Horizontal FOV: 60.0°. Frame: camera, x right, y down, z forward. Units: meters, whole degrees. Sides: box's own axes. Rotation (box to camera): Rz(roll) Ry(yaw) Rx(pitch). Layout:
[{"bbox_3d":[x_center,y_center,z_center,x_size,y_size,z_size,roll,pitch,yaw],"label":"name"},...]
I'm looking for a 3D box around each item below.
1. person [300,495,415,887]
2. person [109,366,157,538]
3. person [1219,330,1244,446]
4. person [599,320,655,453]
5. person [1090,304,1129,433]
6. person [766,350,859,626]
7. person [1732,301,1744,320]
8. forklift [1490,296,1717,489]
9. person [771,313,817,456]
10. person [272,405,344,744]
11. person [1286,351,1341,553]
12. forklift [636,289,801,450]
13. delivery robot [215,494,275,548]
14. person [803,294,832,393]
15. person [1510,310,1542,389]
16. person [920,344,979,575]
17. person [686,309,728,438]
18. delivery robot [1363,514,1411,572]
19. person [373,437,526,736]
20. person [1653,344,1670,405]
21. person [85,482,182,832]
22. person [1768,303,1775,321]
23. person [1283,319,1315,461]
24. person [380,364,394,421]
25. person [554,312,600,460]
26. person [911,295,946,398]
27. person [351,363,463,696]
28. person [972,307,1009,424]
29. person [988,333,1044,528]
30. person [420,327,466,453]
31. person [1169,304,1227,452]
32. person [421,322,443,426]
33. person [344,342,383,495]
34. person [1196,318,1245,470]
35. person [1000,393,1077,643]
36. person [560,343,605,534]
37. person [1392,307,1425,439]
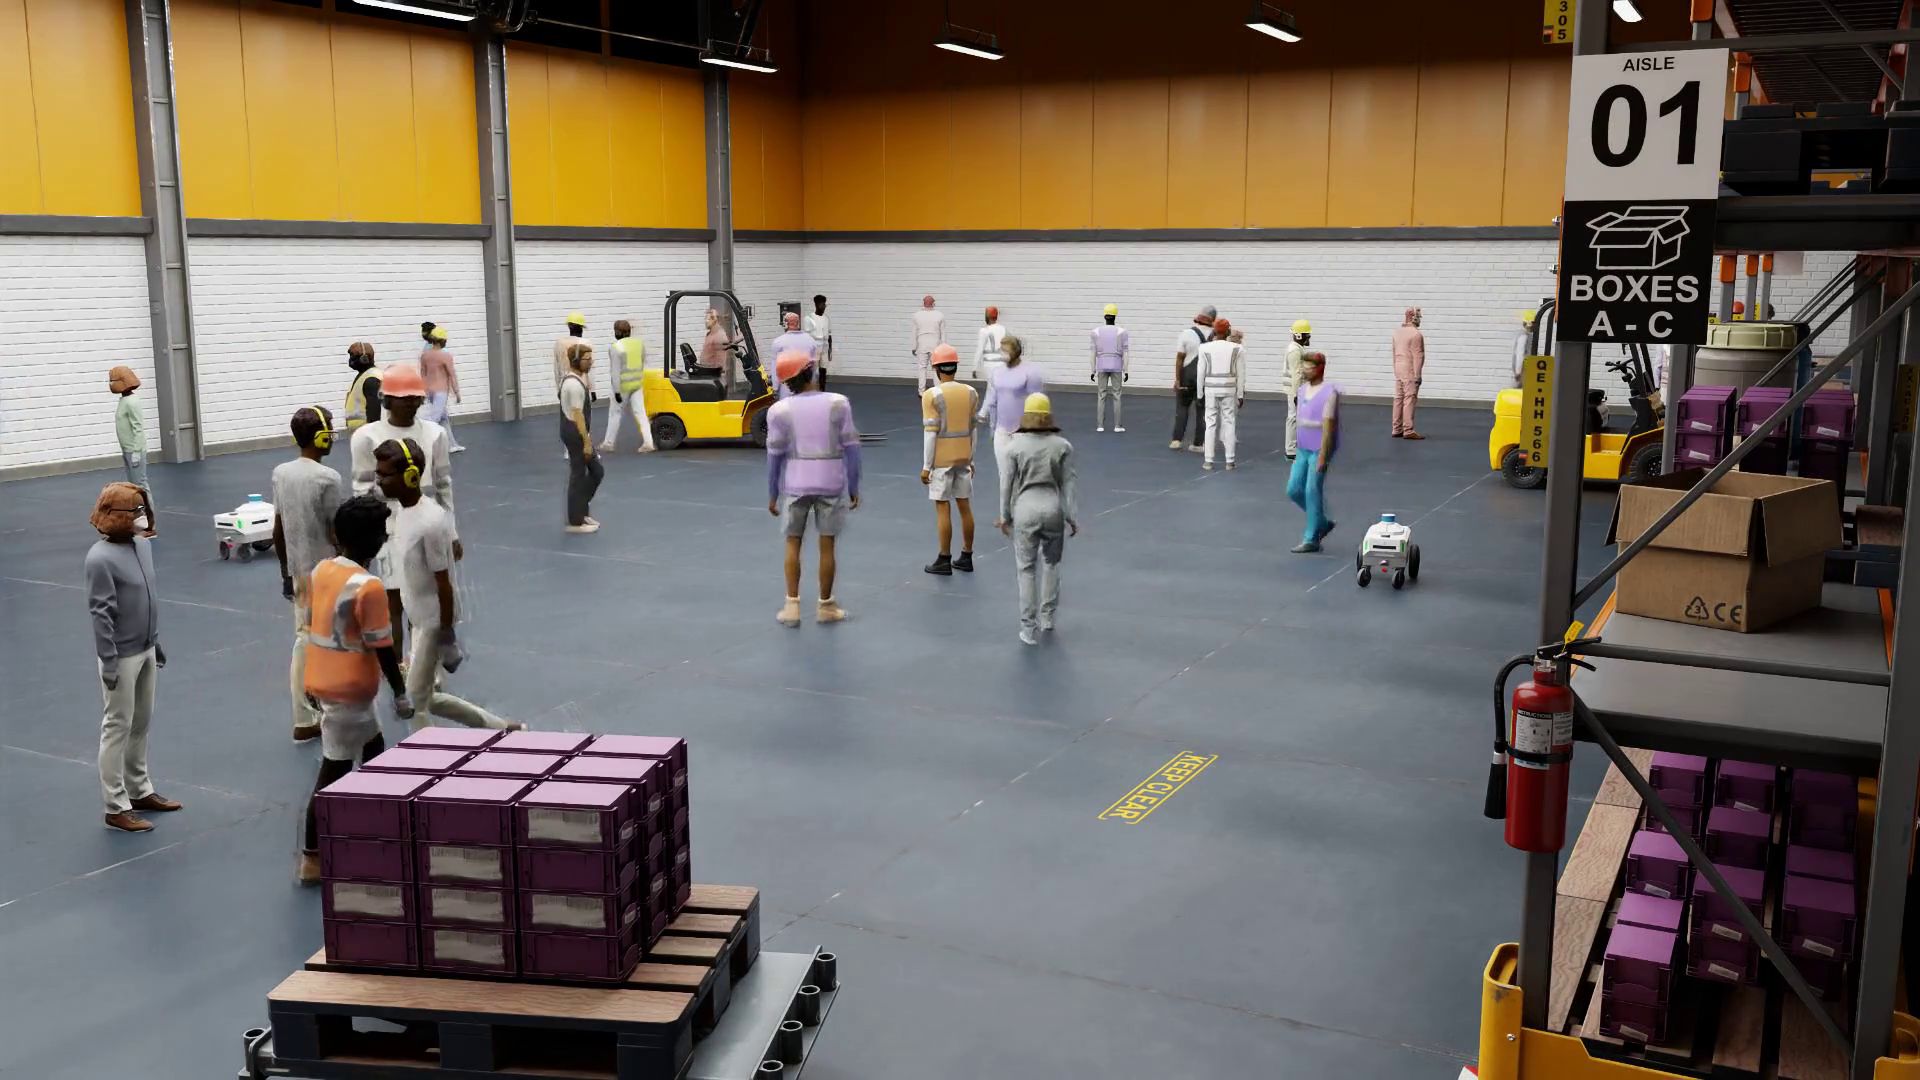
[{"bbox_3d":[-2.534,0.630,7.158,0.771,1.655,0.541,-8,13,-40],"label":"person"},{"bbox_3d":[-7.795,-0.817,15.641,0.282,1.631,0.504,-7,12,-36],"label":"person"},{"bbox_3d":[3.776,-2.117,23.238,0.334,1.613,0.614,5,11,25],"label":"person"},{"bbox_3d":[-4.491,-2.064,22.413,0.925,1.799,0.633,8,13,39],"label":"person"},{"bbox_3d":[2.239,-2.564,24.902,0.585,1.928,0.369,2,10,12],"label":"person"},{"bbox_3d":[-1.061,-0.356,11.940,0.663,1.999,0.425,-1,10,-4],"label":"person"},{"bbox_3d":[11.987,-2.735,25.865,0.379,1.938,0.547,-5,11,-27],"label":"person"},{"bbox_3d":[7.296,-1.677,18.993,2.313,2.155,1.214,5,11,27],"label":"forklift"},{"bbox_3d":[-2.212,-2.055,22.046,0.652,1.904,0.399,-6,12,-33],"label":"person"},{"bbox_3d":[-3.500,0.203,9.074,0.533,1.861,0.310,5,11,27],"label":"person"},{"bbox_3d":[3.175,-0.783,14.904,0.438,1.821,0.565,-4,11,-21],"label":"person"},{"bbox_3d":[-3.358,-2.392,23.136,2.313,2.155,1.214,-1,10,-5],"label":"forklift"},{"bbox_3d":[-6.207,-0.160,14.680,0.477,0.478,0.707,4,11,23],"label":"delivery robot"},{"bbox_3d":[-2.509,-3.381,29.569,0.602,1.958,0.387,-9,13,-41],"label":"person"},{"bbox_3d":[8.897,-2.677,25.952,0.934,1.783,0.609,3,10,18],"label":"person"},{"bbox_3d":[-0.108,-0.668,13.922,0.547,1.928,0.385,-7,12,-36],"label":"person"},{"bbox_3d":[-3.574,-2.437,24.316,0.869,1.876,0.654,-2,10,-12],"label":"person"},{"bbox_3d":[3.489,0.031,13.579,0.477,0.478,0.707,3,10,18],"label":"delivery robot"},{"bbox_3d":[-2.470,0.403,7.983,0.673,1.838,0.550,-6,11,-29],"label":"person"},{"bbox_3d":[9.580,-2.052,22.190,0.626,1.844,0.429,3,10,14],"label":"person"},{"bbox_3d":[-3.891,0.536,7.807,0.268,1.632,0.507,0,10,0],"label":"person"},{"bbox_3d":[12.187,-2.629,25.253,0.629,1.937,0.379,2,10,14],"label":"person"},{"bbox_3d":[4.377,-1.931,21.511,0.404,1.830,0.599,2,10,10],"label":"person"},{"bbox_3d":[-5.360,-0.856,15.856,0.310,1.636,0.523,-6,12,-32],"label":"person"},{"bbox_3d":[-4.978,-1.987,21.598,0.587,1.916,0.392,4,11,22],"label":"person"},{"bbox_3d":[-0.573,-3.575,30.817,0.645,1.907,0.400,1,10,3],"label":"person"},{"bbox_3d":[-3.351,-0.060,10.106,0.423,2.040,0.621,10,14,44],"label":"person"},{"bbox_3d":[0.418,-2.684,25.819,0.924,1.843,0.611,9,14,44],"label":"person"},{"bbox_3d":[0.605,-1.080,16.358,0.642,1.924,0.615,9,13,42],"label":"person"},{"bbox_3d":[-6.929,-1.963,22.039,0.532,1.718,0.943,5,11,27],"label":"person"},{"bbox_3d":[3.227,-2.203,22.486,0.744,2.000,0.566,-1,10,-7],"label":"person"},{"bbox_3d":[-7.702,-2.349,24.348,0.321,1.690,0.536,-7,12,-34],"label":"person"},{"bbox_3d":[-5.762,-1.013,16.216,0.430,1.835,0.621,-5,11,-28],"label":"person"},{"bbox_3d":[3.231,-1.808,20.649,0.586,1.882,0.341,1,10,7],"label":"person"},{"bbox_3d":[0.540,-0.157,11.551,0.523,1.712,0.510,-1,10,-4],"label":"person"},{"bbox_3d":[-3.582,-0.957,15.875,0.461,1.831,0.556,-2,10,-11],"label":"person"},{"bbox_3d":[6.522,-2.414,24.095,0.399,1.908,0.643,-3,10,-15],"label":"person"}]
